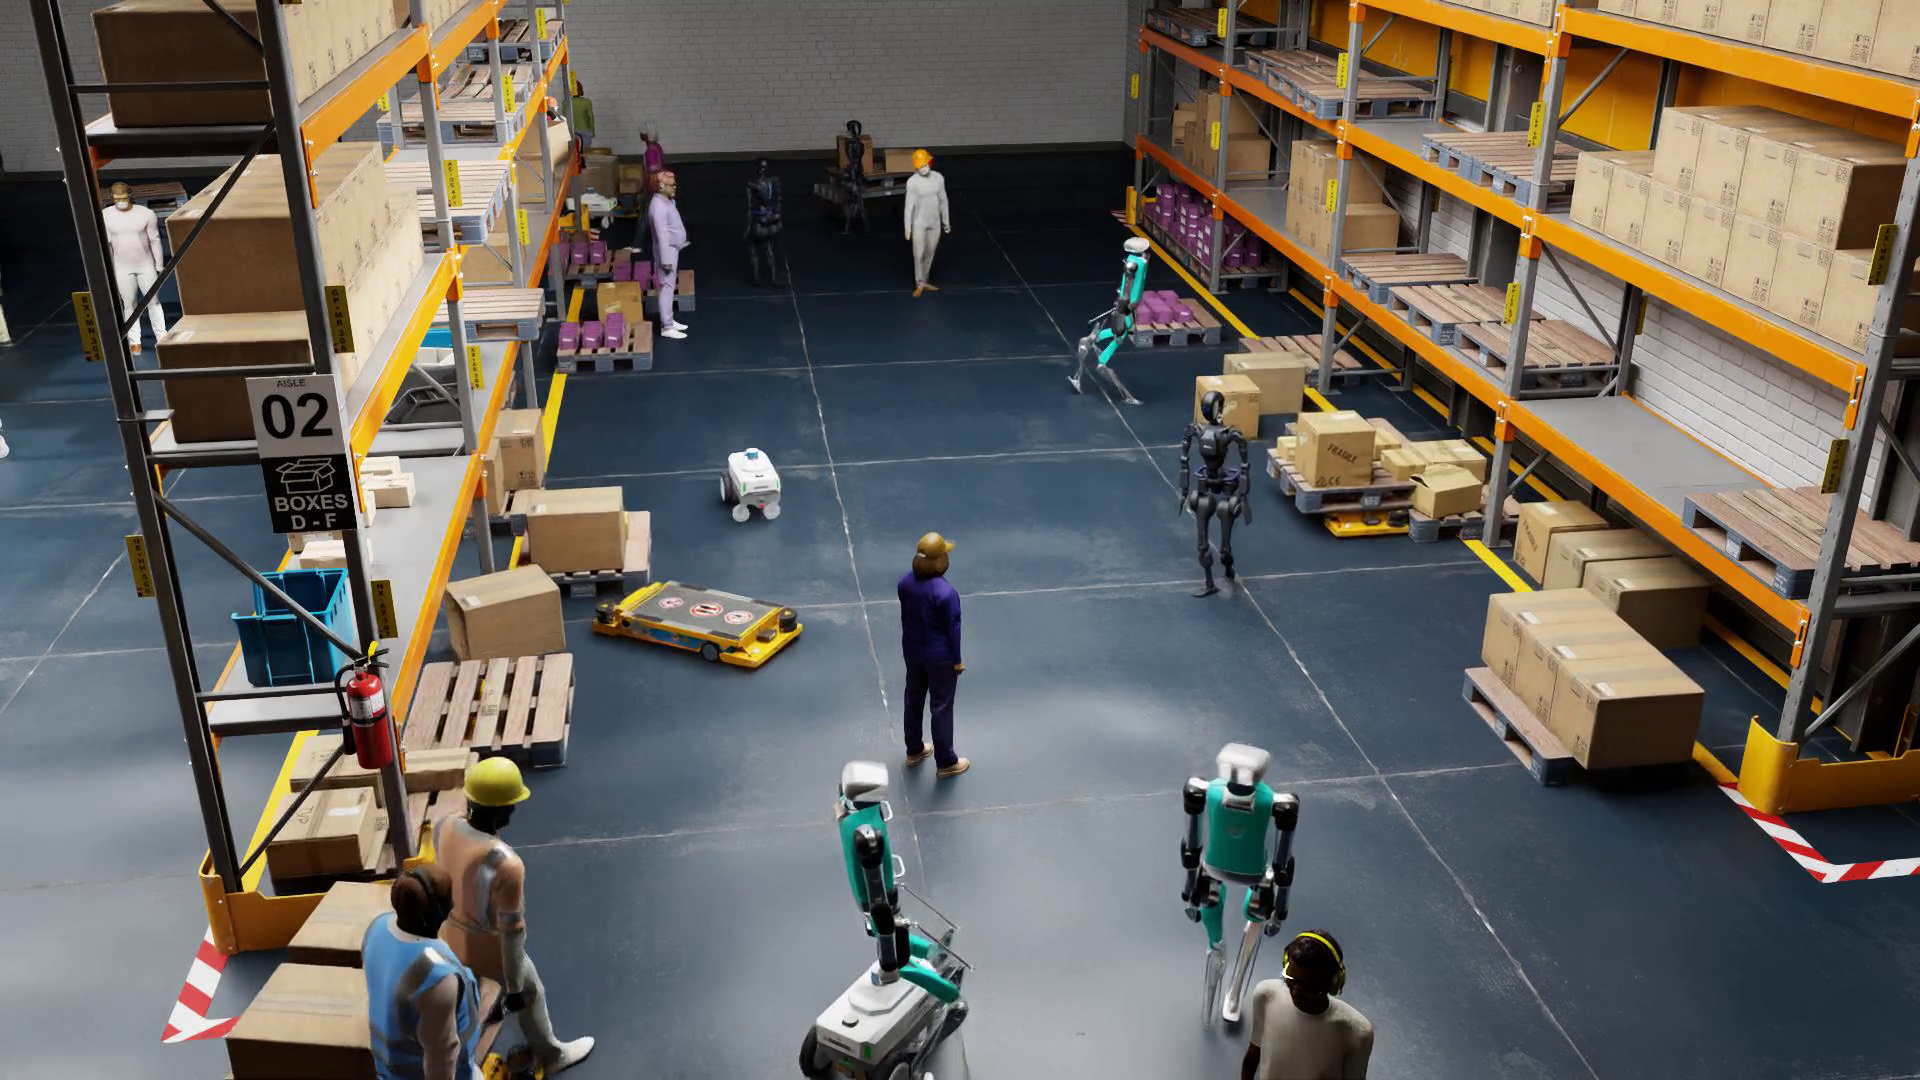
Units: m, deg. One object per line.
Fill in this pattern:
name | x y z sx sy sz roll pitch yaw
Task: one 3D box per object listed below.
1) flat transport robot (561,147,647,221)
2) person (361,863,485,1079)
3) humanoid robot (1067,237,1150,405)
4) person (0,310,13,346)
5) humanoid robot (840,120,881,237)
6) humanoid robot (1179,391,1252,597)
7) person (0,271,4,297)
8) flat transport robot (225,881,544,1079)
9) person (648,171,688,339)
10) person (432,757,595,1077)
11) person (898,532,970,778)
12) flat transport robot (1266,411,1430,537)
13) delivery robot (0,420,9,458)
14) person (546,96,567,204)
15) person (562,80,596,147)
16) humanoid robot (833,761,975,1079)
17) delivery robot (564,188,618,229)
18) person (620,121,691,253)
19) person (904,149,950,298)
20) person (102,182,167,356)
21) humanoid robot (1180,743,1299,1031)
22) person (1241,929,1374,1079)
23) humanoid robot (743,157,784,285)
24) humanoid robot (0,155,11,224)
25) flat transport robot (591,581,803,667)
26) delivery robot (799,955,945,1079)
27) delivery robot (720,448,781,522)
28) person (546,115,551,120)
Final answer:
flat transport robot | -5.226 -4.995 25.057 1.431 0.231 0.659 0 24 1
person | -2.243 2.157 6.873 0.632 1.794 0.957 20 31 38
humanoid robot | 1.431 -2.244 17.020 0.995 1.768 0.530 9 25 21
person | -11.053 -2.964 18.613 0.493 1.726 0.643 -11 26 -23
humanoid robot | -1.416 -5.129 23.633 0.686 1.640 0.598 4 24 9
humanoid robot | 1.976 -0.356 12.755 0.619 1.635 0.384 14 27 28
person | -12.408 -4.070 20.911 0.501 1.918 0.902 -12 27 -26
flat transport robot | -2.743 2.608 7.736 1.431 0.231 0.659 2 24 5
person | -3.341 -3.288 19.136 0.404 1.904 0.646 -2 24 -5
person | -2.164 1.838 7.516 0.626 1.875 0.949 16 28 32
person | -0.164 0.706 10.382 0.449 1.623 0.343 19 30 37
flat transport robot | 3.369 -0.391 14.570 0.659 0.231 1.431 -3 24 -7
delivery robot | -9.390 -0.993 15.578 0.782 0.589 0.499 -16 28 -32
person | -6.107 -5.804 25.052 0.572 1.748 0.341 4 24 10
person | -6.206 -6.665 27.159 0.498 1.633 0.283 -1 24 -1
humanoid robot | -0.210 1.782 7.729 0.723 1.738 0.534 -5 24 -12
delivery robot | -5.433 -4.863 24.422 0.782 0.611 0.510 2 24 5
person | -4.210 -4.835 22.807 0.913 1.788 0.546 2 24 4
person | -0.433 -3.976 20.775 0.617 1.851 0.531 -11 26 -23
person | -9.165 -3.019 18.486 0.628 1.936 0.373 -10 26 -22
humanoid robot | 1.361 1.699 8.094 0.530 1.854 0.807 7 25 16
person | 1.290 2.302 6.444 0.508 1.872 0.328 14 27 28
humanoid robot | -2.511 -4.055 21.159 0.602 1.642 0.471 -20 30 -38
humanoid robot | -14.328 -5.485 24.428 0.587 1.657 0.345 4 24 9
flat transport robot | -1.949 0.602 12.306 1.431 0.231 0.659 11 26 23
delivery robot | -0.395 2.332 8.033 0.499 0.613 0.790 14 27 29
delivery robot | -1.808 -0.512 14.480 0.524 0.587 0.748 -7 25 -16
person | -6.394 -5.816 24.972 0.621 1.844 0.429 -2 24 -5
